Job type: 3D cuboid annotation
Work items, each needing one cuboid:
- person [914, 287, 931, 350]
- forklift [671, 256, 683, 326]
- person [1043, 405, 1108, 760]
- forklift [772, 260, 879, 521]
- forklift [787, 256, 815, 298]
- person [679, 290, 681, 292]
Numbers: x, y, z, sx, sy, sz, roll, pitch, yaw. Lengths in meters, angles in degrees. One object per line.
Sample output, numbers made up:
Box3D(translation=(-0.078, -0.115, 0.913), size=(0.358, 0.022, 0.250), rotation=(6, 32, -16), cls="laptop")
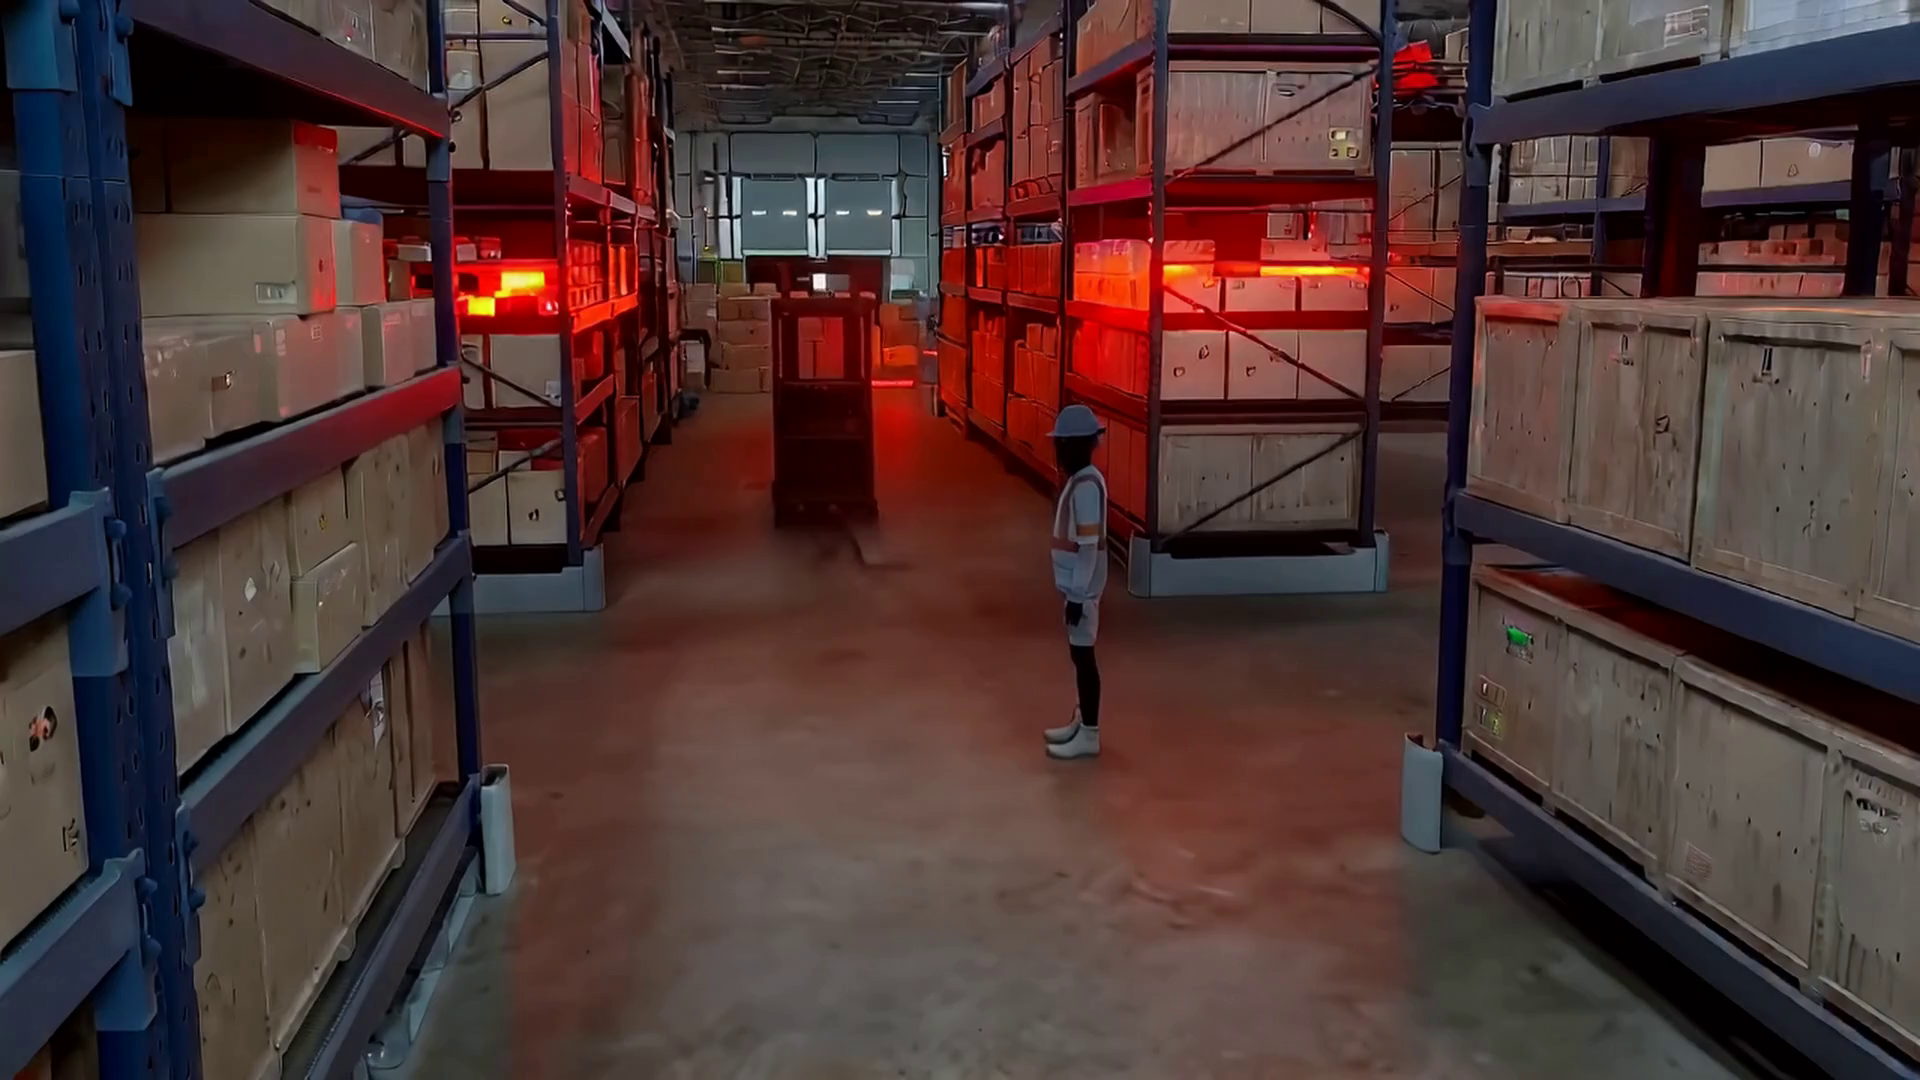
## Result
Box3D(translation=(-1.190, -6.732, 50.624), size=(0.654, 1.886, 1.020), rotation=(-8, 13, -39), cls="person")
Box3D(translation=(-11.354, -9.571, 64.286), size=(1.129, 2.768, 1.873), rotation=(-1, 10, -7), cls="forklift")
Box3D(translation=(0.664, 0.243, 9.584), size=(0.377, 2.044, 0.608), rotation=(0, 10, 2), cls="person")
Box3D(translation=(-1.551, -1.728, 18.627), size=(1.129, 2.768, 1.873), rotation=(-1, 10, -7), cls="forklift")
Box3D(translation=(-5.659, -8.722, 59.345), size=(1.129, 2.768, 1.873), rotation=(-6, 12, -33), cls="forklift")
Box3D(translation=(-8.957, -7.088, 52.636), size=(0.782, 1.907, 0.586), rotation=(-3, 10, -17), cls="person")
